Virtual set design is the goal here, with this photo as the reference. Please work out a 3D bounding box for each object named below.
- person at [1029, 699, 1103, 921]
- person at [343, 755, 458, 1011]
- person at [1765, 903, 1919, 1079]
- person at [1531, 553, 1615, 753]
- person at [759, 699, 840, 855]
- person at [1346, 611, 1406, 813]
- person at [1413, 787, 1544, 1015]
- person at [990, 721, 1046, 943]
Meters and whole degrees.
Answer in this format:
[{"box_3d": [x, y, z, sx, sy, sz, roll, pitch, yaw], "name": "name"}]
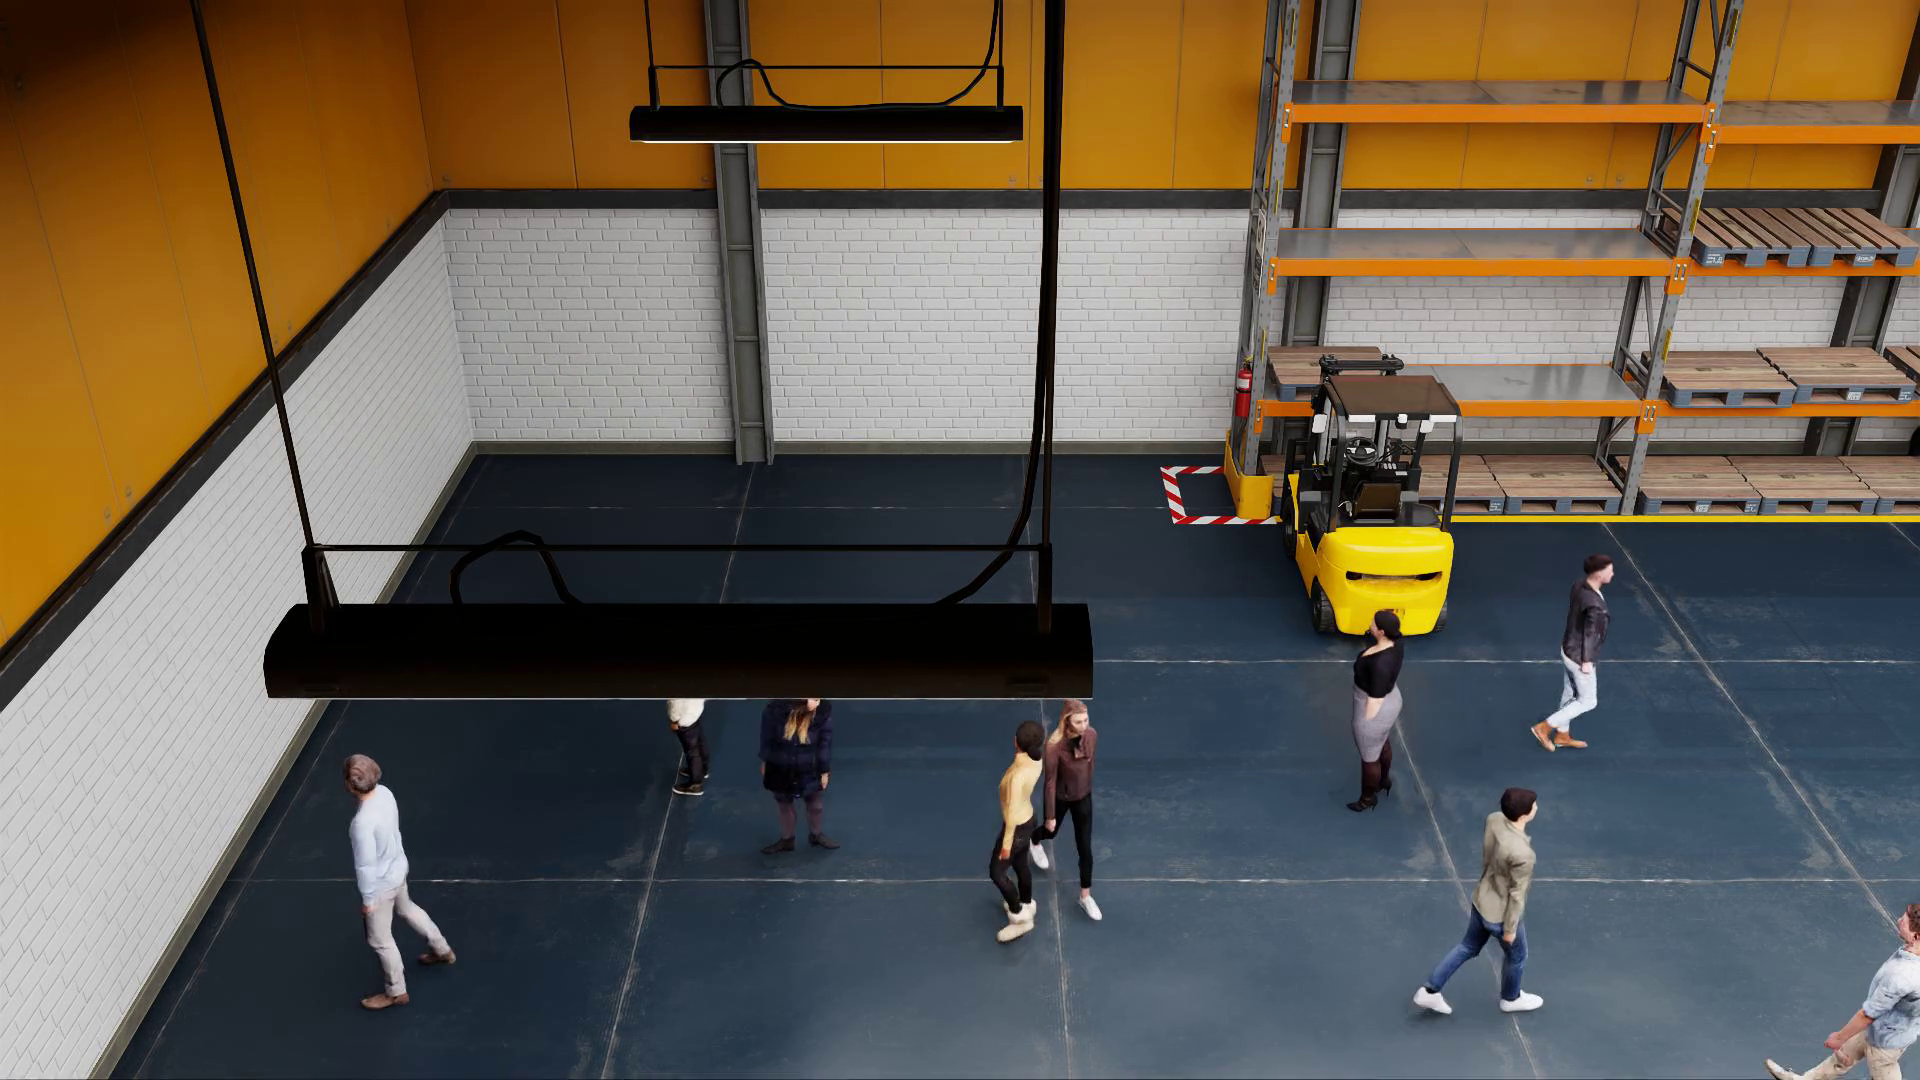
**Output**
[{"box_3d": [0.717, 1.828, 11.902, 1.147, 1.664, 1.029, -14, 32, -24], "name": "person"}, {"box_3d": [-3.771, 2.214, 10.972, 0.775, 1.878, 0.705, -6, 29, -10], "name": "person"}, {"box_3d": [5.492, 2.953, 9.693, 1.201, 1.806, 1.140, 25, 38, 38], "name": "person"}, {"box_3d": [4.913, 0.928, 13.383, 0.732, 1.827, 0.668, 1, 29, 3], "name": "person"}, {"box_3d": [-1.260, 1.650, 12.257, 0.566, 1.639, 0.799, 8, 30, 14], "name": "person"}, {"box_3d": [3.220, 1.312, 12.750, 0.773, 1.759, 0.767, 14, 31, 23], "name": "person"}, {"box_3d": [3.383, 2.366, 10.729, 1.189, 1.843, 0.841, -5, 29, -9], "name": "person"}, {"box_3d": [0.415, 2.023, 11.586, 0.767, 1.625, 0.814, 7, 29, 12], "name": "person"}]
